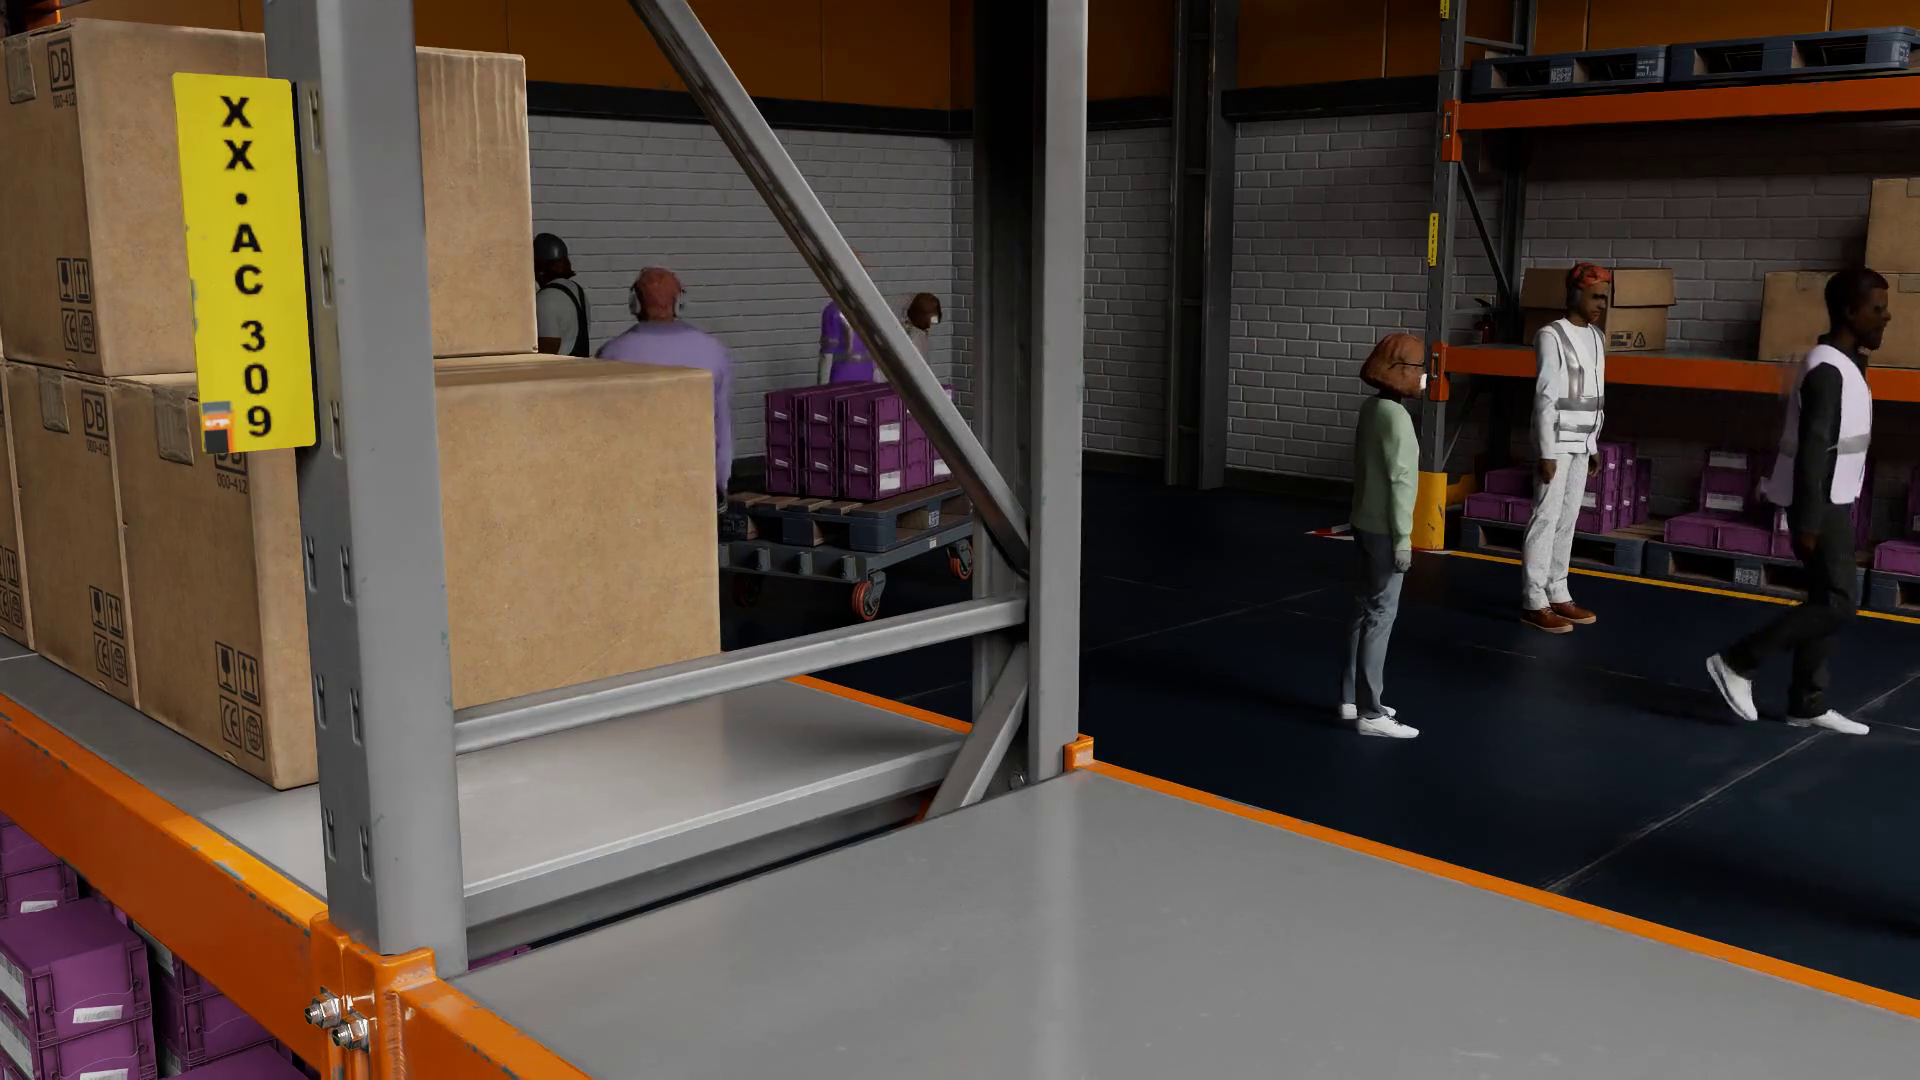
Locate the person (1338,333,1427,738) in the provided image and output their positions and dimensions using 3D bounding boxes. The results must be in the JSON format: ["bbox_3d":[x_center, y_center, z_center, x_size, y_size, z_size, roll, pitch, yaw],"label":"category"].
[{"bbox_3d":[1.736,-0.023,6.780,0.276,1.631,0.507,0,10,-2],"label":"person"}]

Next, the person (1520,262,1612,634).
[{"bbox_3d":[3.128,-0.477,8.565,0.574,1.887,0.361,-10,14,-42],"label":"person"}]

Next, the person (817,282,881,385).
[{"bbox_3d":[-0.764,-1.096,11.916,0.770,1.892,0.554,7,13,35],"label":"person"}]

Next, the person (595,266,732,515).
[{"bbox_3d":[-1.307,-0.269,7.442,0.649,1.891,0.610,-5,12,-26],"label":"person"}]

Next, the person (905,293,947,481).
[{"bbox_3d":[-0.330,-1.071,12.611,0.839,1.587,0.525,2,11,13],"label":"person"}]

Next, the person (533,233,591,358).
[{"bbox_3d":[-2.844,-1.094,11.511,0.538,2.000,0.682,1,10,7],"label":"person"}]

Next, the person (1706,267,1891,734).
[{"bbox_3d":[3.429,-0.142,6.712,0.505,1.905,0.598,6,12,30],"label":"person"}]
